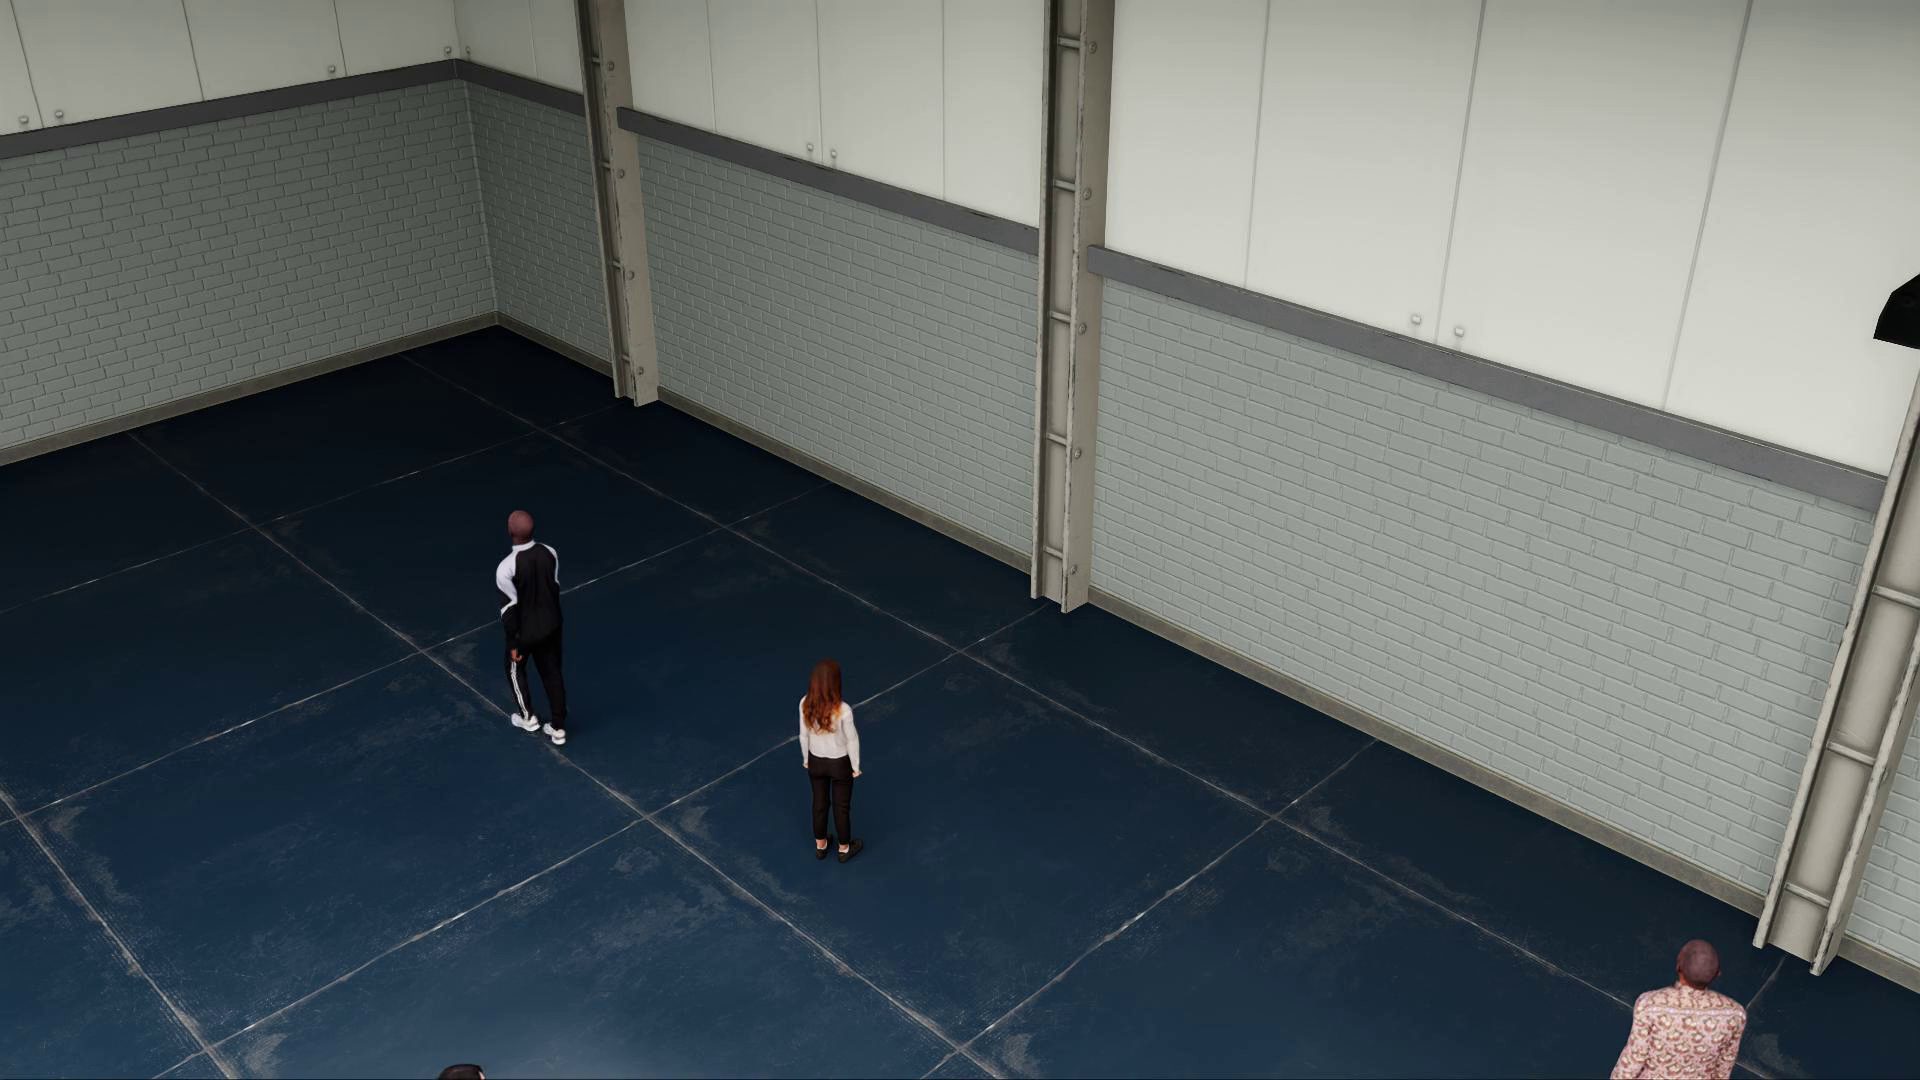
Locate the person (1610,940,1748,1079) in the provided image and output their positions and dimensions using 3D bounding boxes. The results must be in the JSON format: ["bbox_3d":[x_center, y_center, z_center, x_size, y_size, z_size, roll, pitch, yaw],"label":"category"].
[{"bbox_3d":[3.360,2.633,7.887,0.762,1.808,0.835,1,28,3],"label":"person"}]

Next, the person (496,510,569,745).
[{"bbox_3d":[-2.928,0.645,11.616,0.691,1.812,0.785,-22,35,-35],"label":"person"}]

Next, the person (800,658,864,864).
[{"bbox_3d":[-0.825,1.404,10.539,0.562,1.485,0.672,8,29,15],"label":"person"}]
